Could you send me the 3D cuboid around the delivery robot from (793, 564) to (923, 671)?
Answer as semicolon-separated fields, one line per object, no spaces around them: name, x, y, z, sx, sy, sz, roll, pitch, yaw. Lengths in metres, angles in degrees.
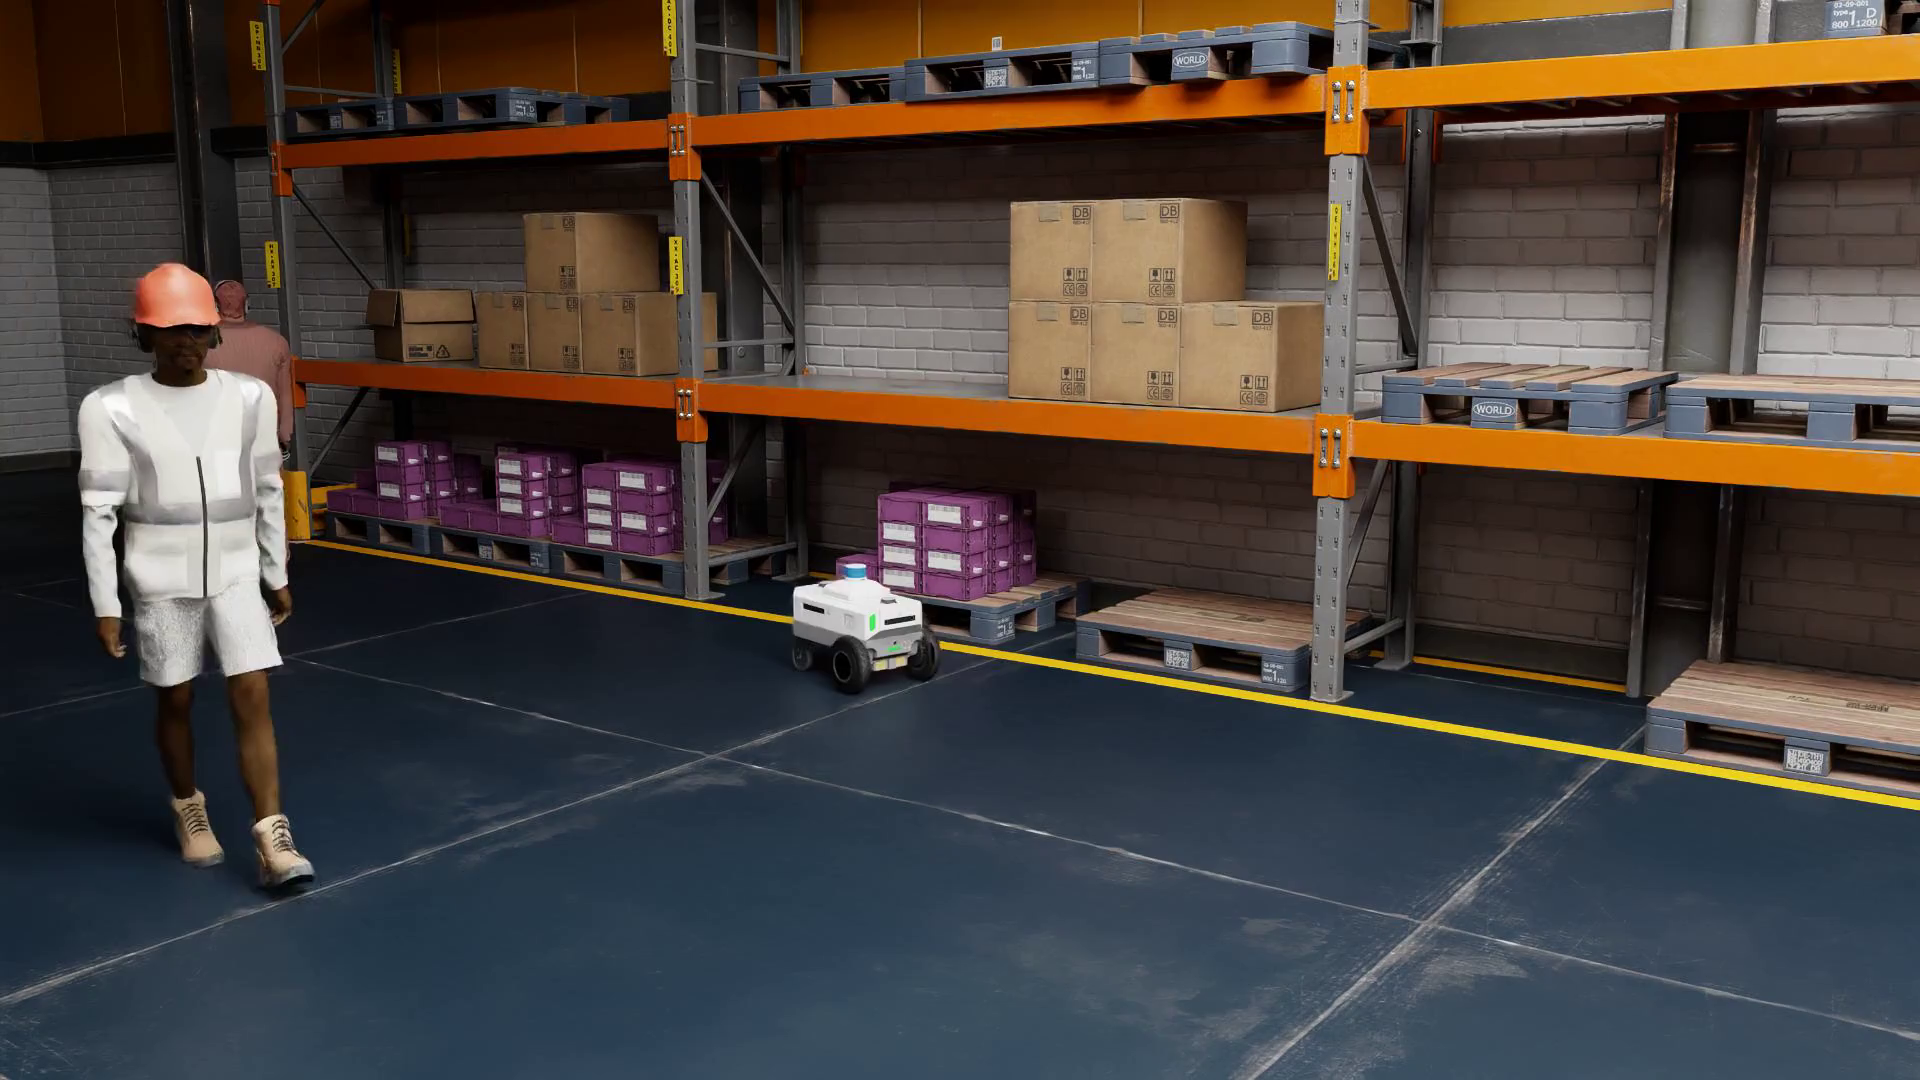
delivery robot;-0.501;0.359;8.041;0.477;0.478;0.707;-8;12;-38

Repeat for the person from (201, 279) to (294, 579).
person;-4.428;-0.638;10.229;0.643;1.912;0.410;-9;13;-42

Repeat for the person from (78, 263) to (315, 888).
person;-2.409;0.142;5.288;0.642;2.000;0.967;-7;12;-37
